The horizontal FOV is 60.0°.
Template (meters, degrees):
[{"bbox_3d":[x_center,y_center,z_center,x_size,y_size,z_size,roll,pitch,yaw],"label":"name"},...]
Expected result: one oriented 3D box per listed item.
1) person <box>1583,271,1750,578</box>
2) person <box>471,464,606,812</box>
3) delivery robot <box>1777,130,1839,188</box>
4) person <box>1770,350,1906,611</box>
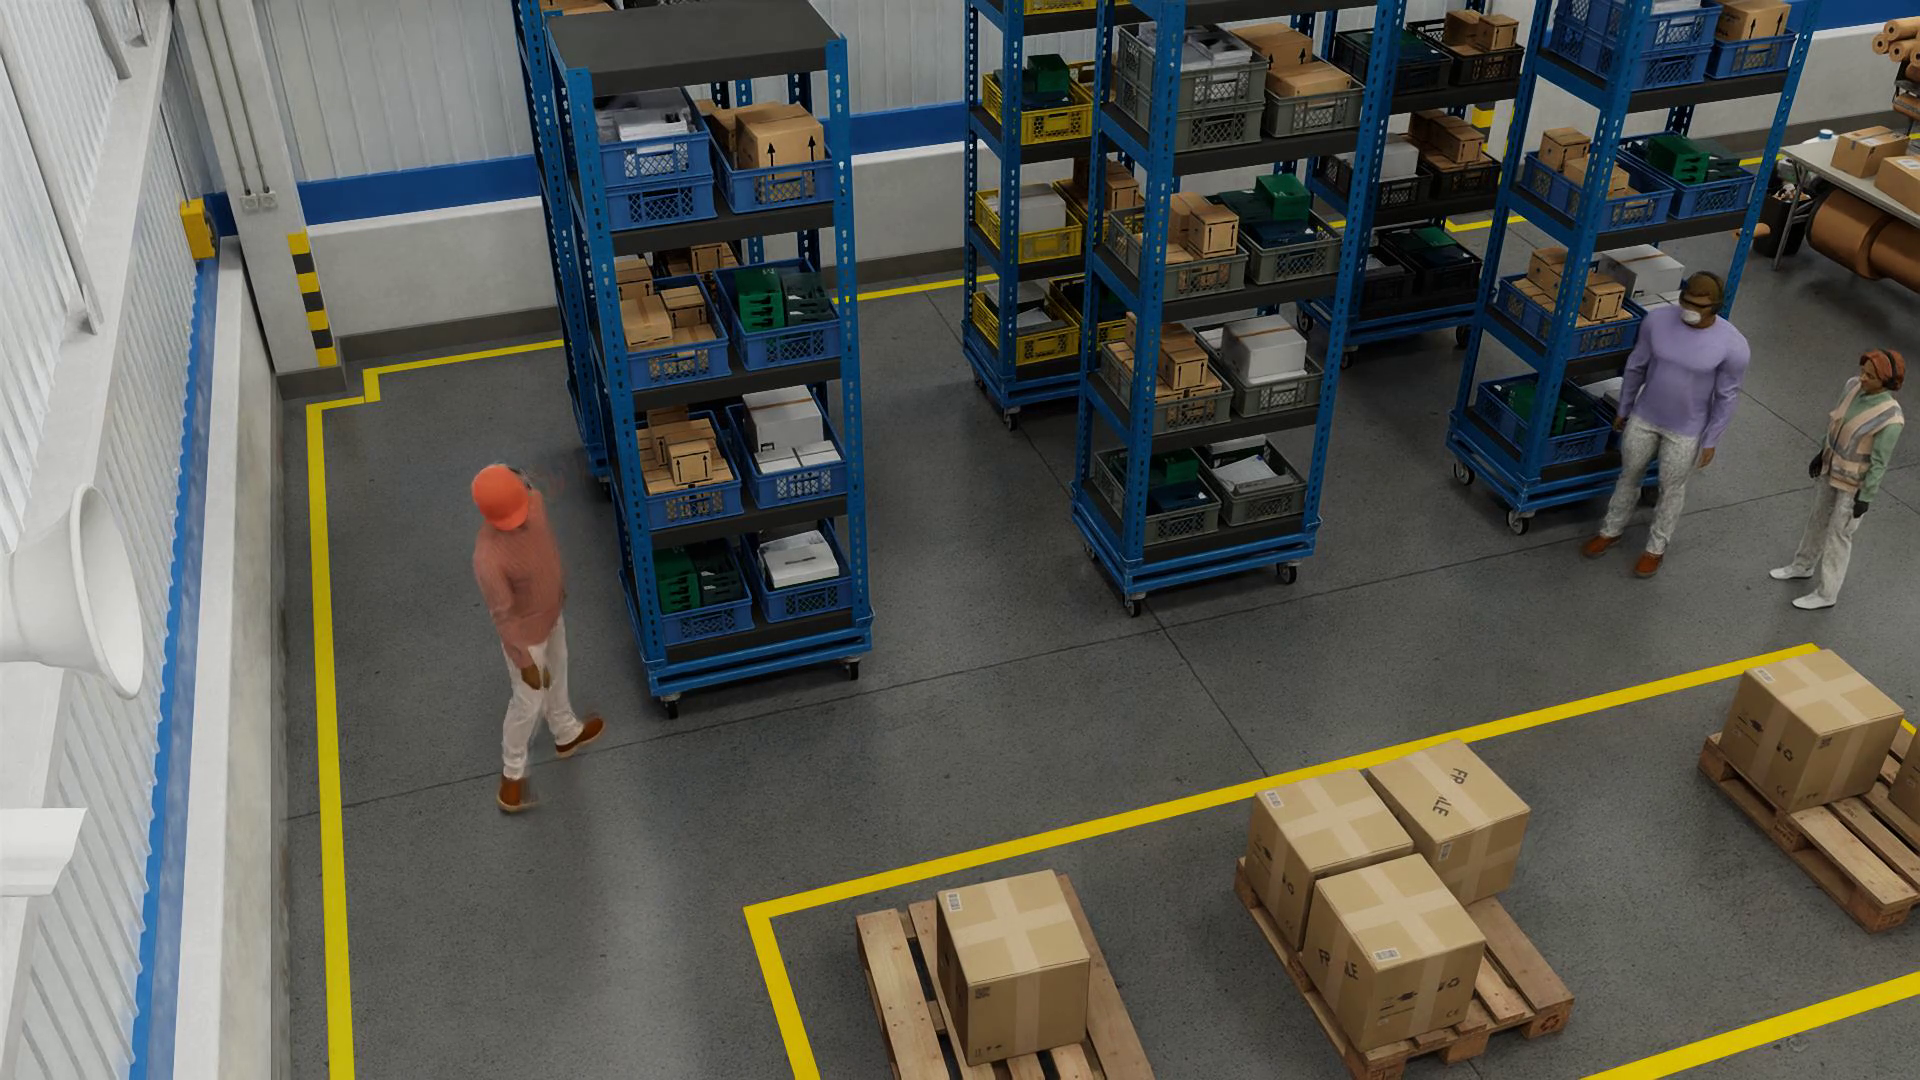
[{"bbox_3d":[4.062,-0.671,9.548,0.635,1.936,0.355,29,44,35],"label":"person"},{"bbox_3d":[-2.087,0.393,8.040,0.402,1.943,0.744,5,35,6],"label":"person"},{"bbox_3d":[7.434,-3.307,14.398,0.707,0.478,0.477,-21,40,-27],"label":"delivery robot"},{"bbox_3d":[4.983,-0.344,9.349,0.314,1.632,0.522,-1,35,-1],"label":"person"}]
